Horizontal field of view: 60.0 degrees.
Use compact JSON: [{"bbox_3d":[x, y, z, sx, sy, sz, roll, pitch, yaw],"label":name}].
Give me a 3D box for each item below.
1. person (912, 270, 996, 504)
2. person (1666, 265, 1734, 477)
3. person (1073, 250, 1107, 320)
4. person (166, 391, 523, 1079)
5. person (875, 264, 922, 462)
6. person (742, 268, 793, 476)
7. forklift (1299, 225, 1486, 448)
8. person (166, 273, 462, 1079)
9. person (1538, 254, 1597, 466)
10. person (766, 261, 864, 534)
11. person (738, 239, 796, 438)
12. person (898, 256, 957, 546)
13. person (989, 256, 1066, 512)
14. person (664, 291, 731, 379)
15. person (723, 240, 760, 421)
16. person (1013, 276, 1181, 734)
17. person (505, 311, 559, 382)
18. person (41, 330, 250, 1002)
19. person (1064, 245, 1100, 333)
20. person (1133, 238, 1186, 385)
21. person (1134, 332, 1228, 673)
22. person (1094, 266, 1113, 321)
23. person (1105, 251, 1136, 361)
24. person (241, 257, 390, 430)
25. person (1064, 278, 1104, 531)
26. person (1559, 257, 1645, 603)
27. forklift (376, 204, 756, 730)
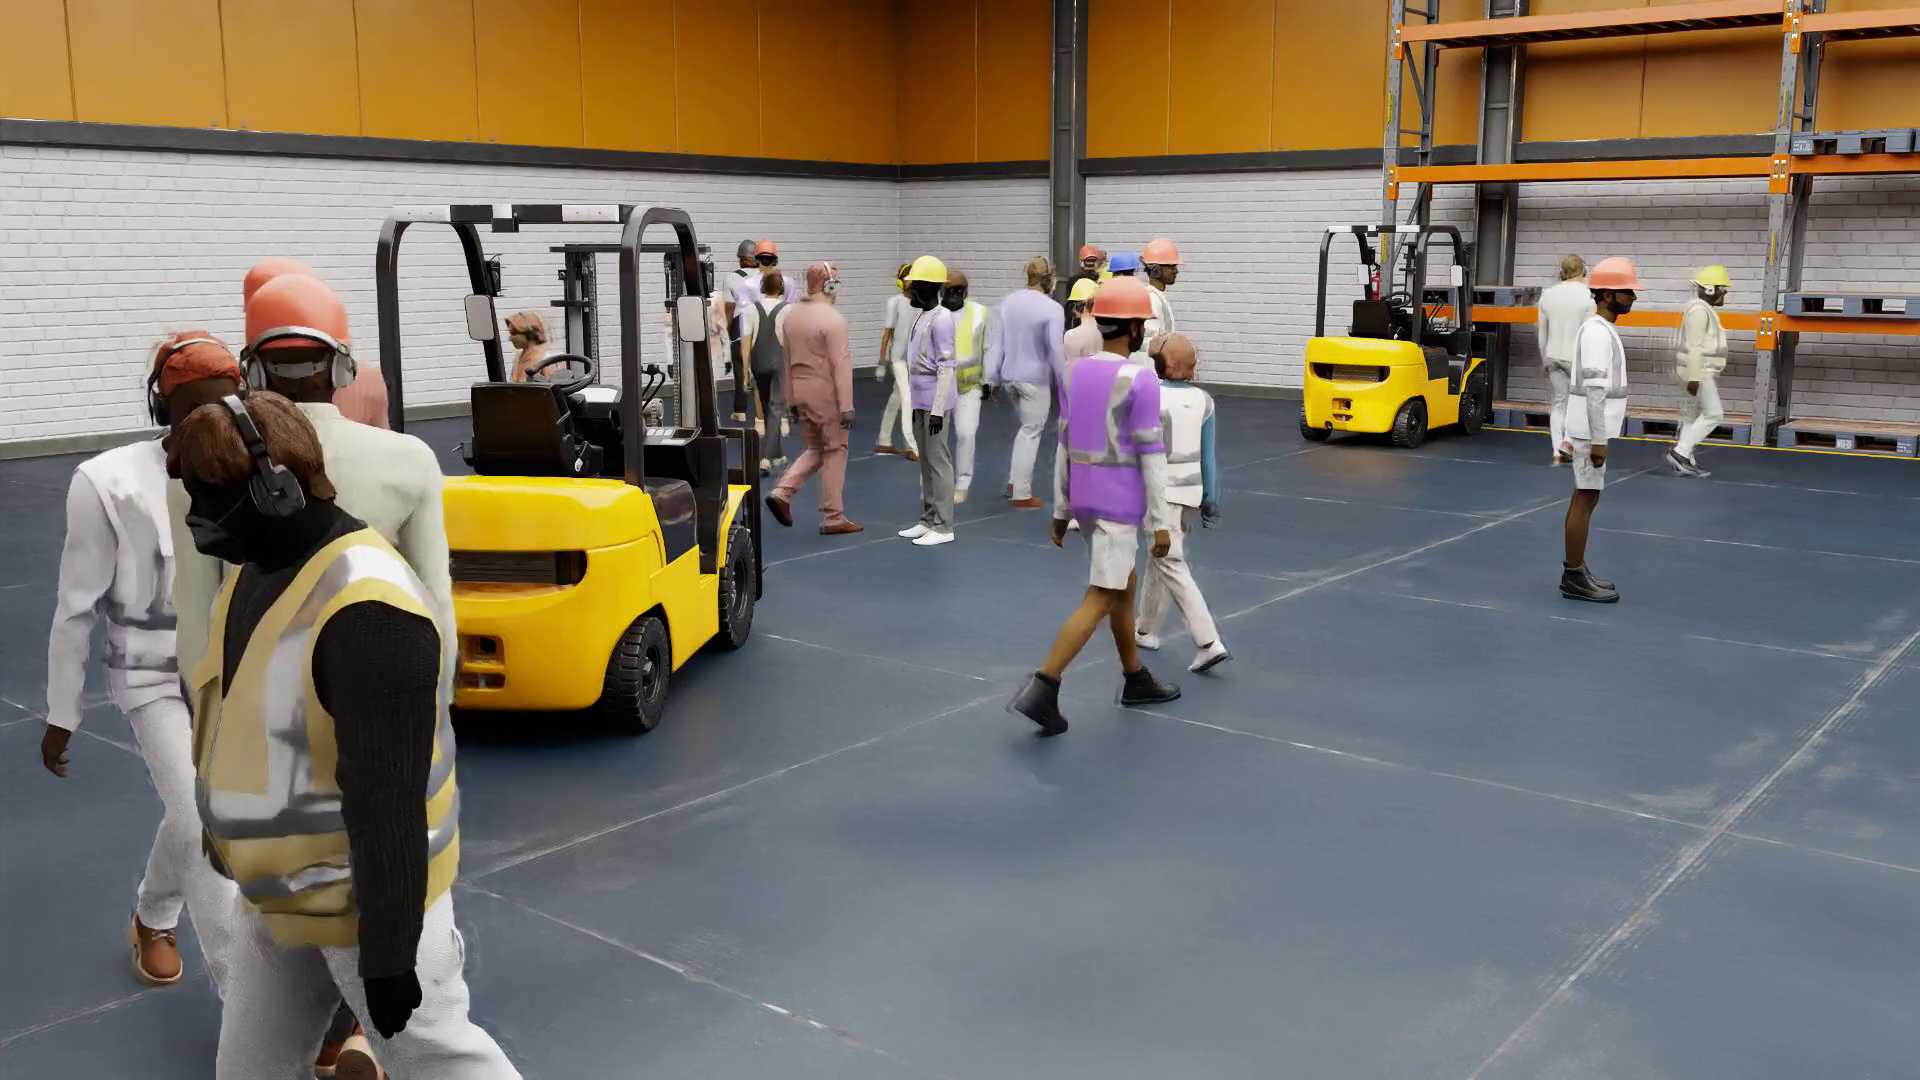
[{"bbox_3d":[-0.048,-1.181,12.924,0.666,1.801,0.538,0,10,-1],"label":"person"},{"bbox_3d":[6.361,-1.431,14.239,0.426,1.815,0.613,5,12,27],"label":"person"},{"bbox_3d":[1.728,-2.661,20.814,0.655,1.906,0.407,7,12,32],"label":"person"},{"bbox_3d":[-1.099,0.614,3.041,0.774,1.820,0.664,-9,14,-42],"label":"person"},{"bbox_3d":[-0.528,-1.644,15.473,0.687,1.821,0.564,5,12,27],"label":"person"},{"bbox_3d":[-1.646,-1.470,14.543,0.514,1.798,0.979,1,10,7],"label":"person"},{"bbox_3d":[4.449,-2.115,16.993,1.214,2.155,2.313,8,13,38],"label":"forklift"},{"bbox_3d":[-1.456,0.386,3.803,0.619,1.965,0.780,-3,11,-16],"label":"person"},{"bbox_3d":[5.514,-1.608,14.983,0.450,1.905,0.660,-7,12,-34],"label":"person"},{"bbox_3d":[-0.980,-0.961,11.442,0.555,1.891,0.653,-7,13,-36],"label":"person"},{"bbox_3d":[-1.997,-2.077,17.204,0.614,2.041,0.390,-4,11,-21],"label":"person"},{"bbox_3d":[-0.205,-0.930,11.161,0.363,1.930,0.587,-3,11,-16],"label":"person"},{"bbox_3d":[0.533,-1.172,12.550,0.547,1.913,0.698,-9,14,-41],"label":"person"},{"bbox_3d":[-2.507,-1.733,15.777,0.605,1.858,0.923,1,10,6],"label":"person"},{"bbox_3d":[-2.383,-2.371,18.836,0.689,2.000,0.539,-5,11,-26],"label":"person"},{"bbox_3d":[0.581,-0.150,6.956,0.970,1.900,0.559,-7,12,-34],"label":"person"},{"bbox_3d":[-2.705,-0.672,10.667,0.890,1.580,0.529,-7,12,-32],"label":"person"},{"bbox_3d":[-2.020,0.369,4.284,1.010,1.826,0.653,7,13,36],"label":"person"},{"bbox_3d":[1.506,-2.480,19.641,0.688,1.966,0.548,-4,11,-20],"label":"person"},{"bbox_3d":[1.454,-1.177,12.216,0.378,2.044,0.607,1,10,5],"label":"person"},{"bbox_3d":[1.031,-0.190,7.977,0.514,1.598,0.844,-9,13,-39],"label":"person"},{"bbox_3d":[1.370,-1.780,16.268,0.406,1.802,0.715,-10,14,-43],"label":"person"},{"bbox_3d":[1.539,-1.671,15.281,0.600,1.927,0.596,-9,13,-40],"label":"person"},{"bbox_3d":[-2.197,0.039,5.652,0.632,1.977,0.541,-9,13,-40],"label":"person"},{"bbox_3d":[0.878,-0.947,11.710,0.314,1.769,0.525,8,13,38],"label":"person"},{"bbox_3d":[3.631,-0.624,9.439,0.374,1.939,0.545,4,11,21],"label":"person"},{"bbox_3d":[-1.766,-0.406,7.525,1.214,2.155,2.313,1,10,7],"label":"forklift"}]
